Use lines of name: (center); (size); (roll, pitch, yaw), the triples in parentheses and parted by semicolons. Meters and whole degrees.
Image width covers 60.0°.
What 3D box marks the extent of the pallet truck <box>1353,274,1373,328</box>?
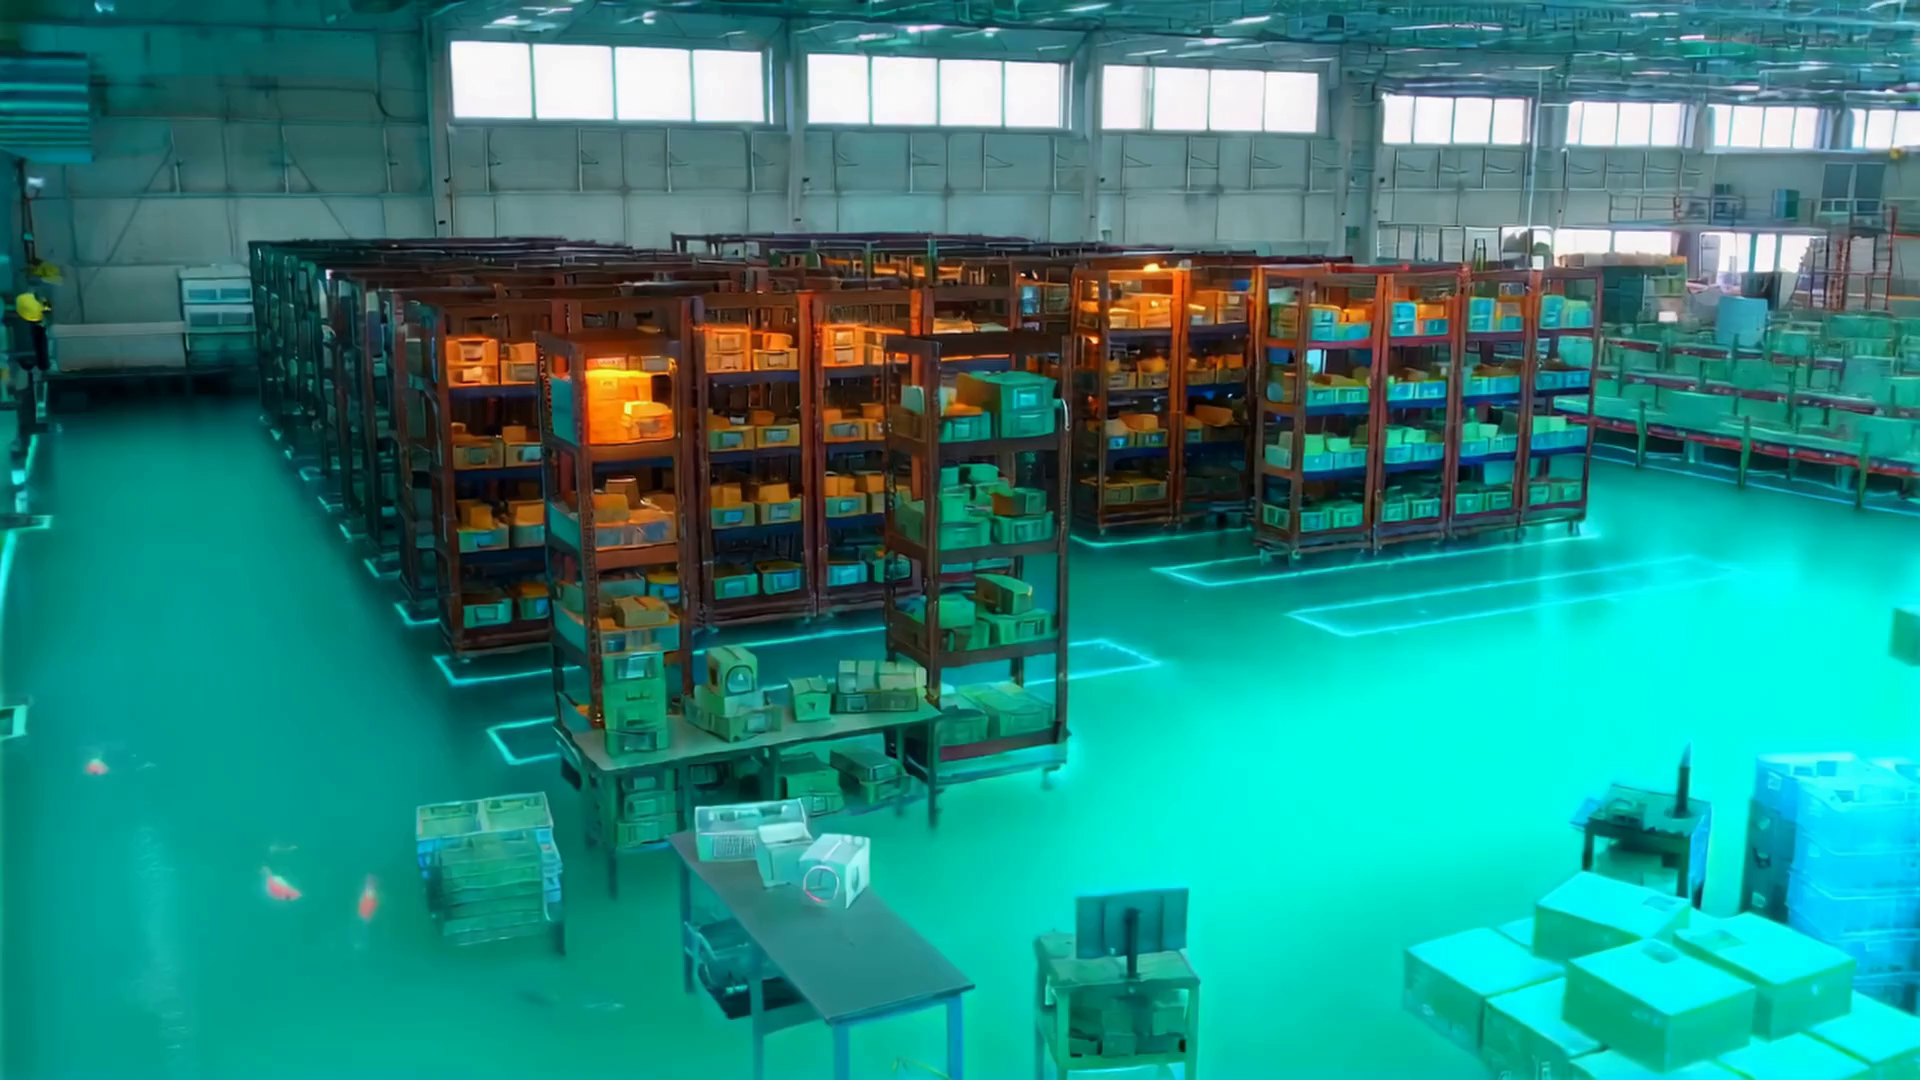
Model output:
pallet truck: (13.011, -8.050, 55.243); (0.823, 1.965, 1.885); (-7, 14, -28)

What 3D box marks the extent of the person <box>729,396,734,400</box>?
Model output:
person: (-4.485, -3.144, 32.433); (0.640, 1.944, 1.018); (0, 12, -1)

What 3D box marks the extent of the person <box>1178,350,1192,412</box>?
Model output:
person: (4.614, -3.562, 34.238); (0.620, 2.016, 0.896); (0, 12, 0)

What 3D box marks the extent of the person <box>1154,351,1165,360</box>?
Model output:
person: (3.967, -3.230, 33.163); (0.588, 1.790, 0.955); (-7, 14, -30)
